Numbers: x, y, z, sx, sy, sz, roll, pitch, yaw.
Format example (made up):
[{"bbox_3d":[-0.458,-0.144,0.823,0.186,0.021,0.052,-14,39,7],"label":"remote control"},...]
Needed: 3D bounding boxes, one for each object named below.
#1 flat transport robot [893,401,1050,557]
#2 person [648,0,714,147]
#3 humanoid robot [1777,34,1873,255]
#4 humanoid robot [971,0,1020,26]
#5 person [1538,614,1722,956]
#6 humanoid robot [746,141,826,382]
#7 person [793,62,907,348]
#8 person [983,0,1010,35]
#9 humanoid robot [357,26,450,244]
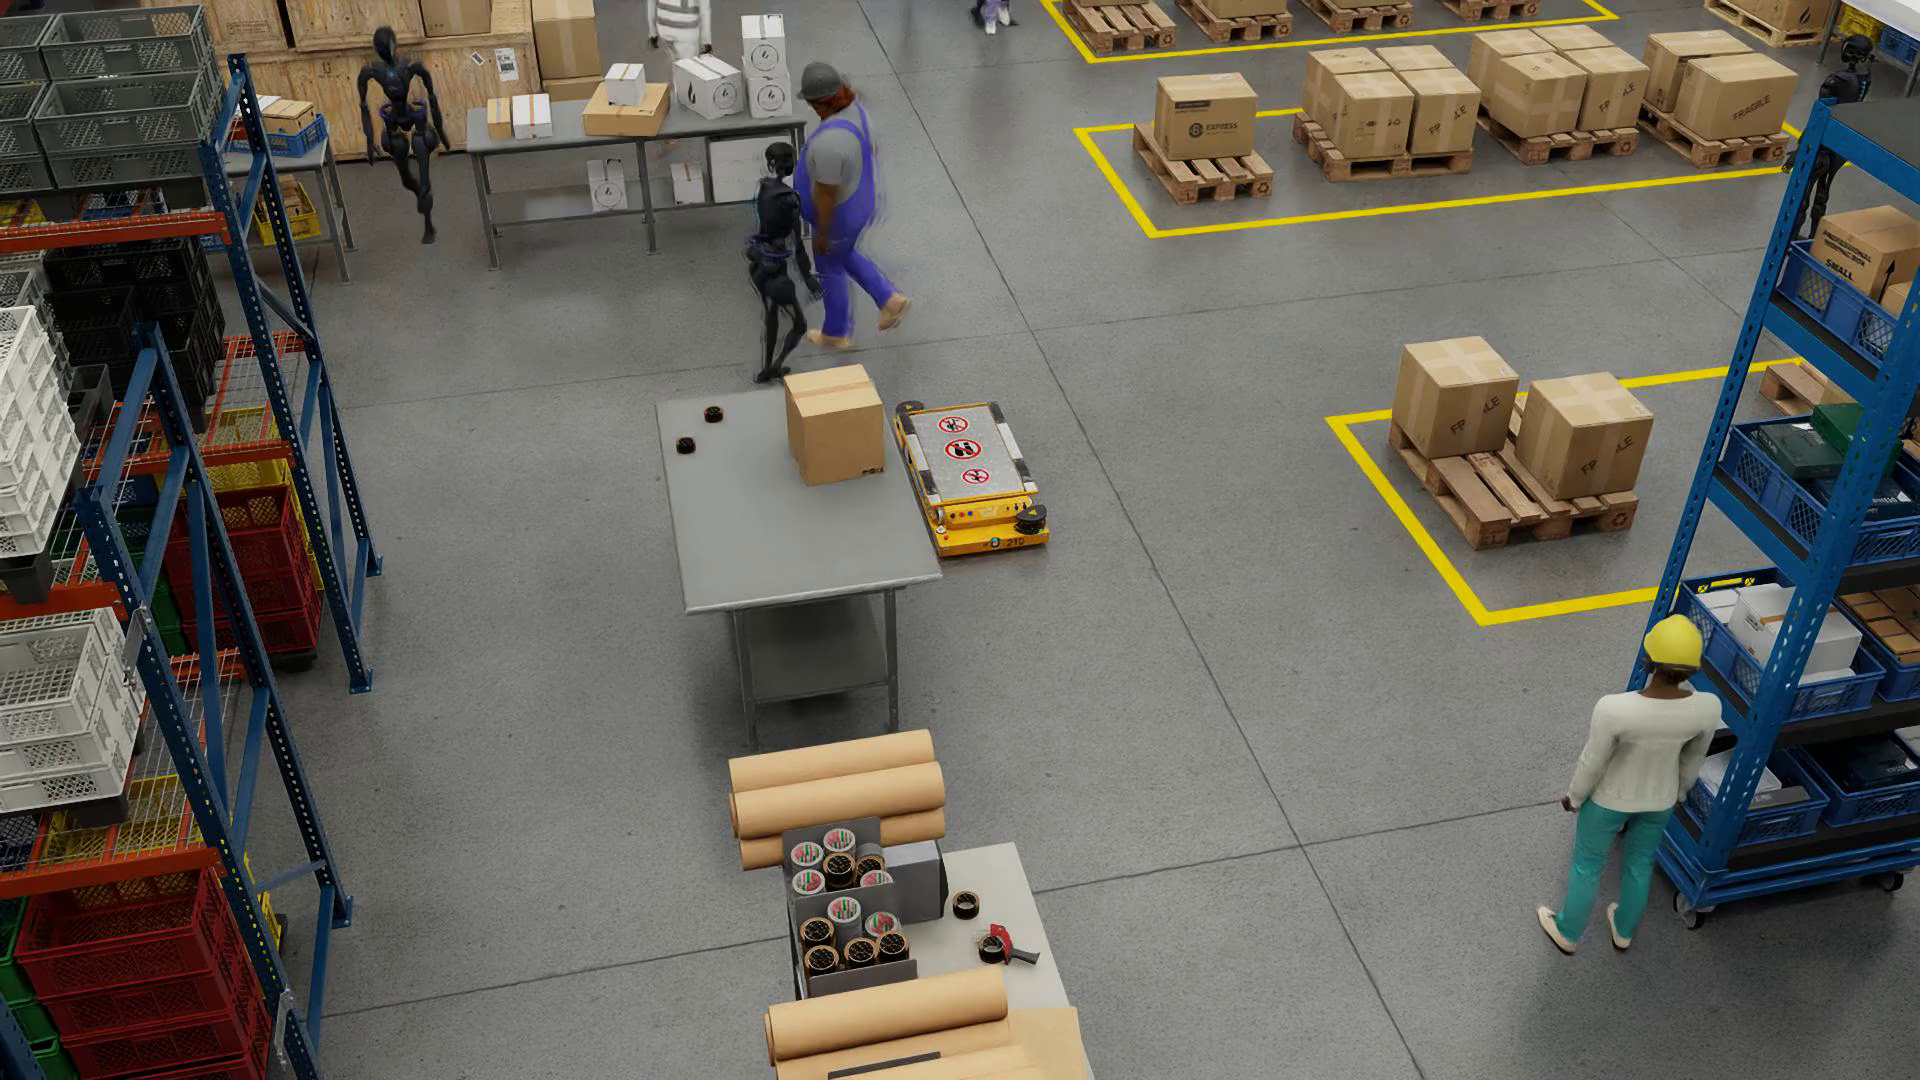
[{"bbox_3d":[0.046,-0.430,10.108,0.652,0.197,1.431,-8,37,-10],"label":"flat transport robot"},{"bbox_3d":[-2.390,-4.222,13.910,0.592,1.854,0.798,18,40,23],"label":"person"},{"bbox_3d":[6.385,-2.912,12.276,0.608,1.657,0.314,-19,41,-24],"label":"humanoid robot"},{"bbox_3d":[0.392,-5.792,16.172,0.623,1.633,0.429,-21,42,-26],"label":"humanoid robot"},{"bbox_3d":[2.774,1.034,6.908,0.532,1.766,0.324,-2,37,-3],"label":"person"},{"bbox_3d":[-1.174,-1.774,10.766,0.456,1.635,0.592,-19,41,-24],"label":"humanoid robot"},{"bbox_3d":[-0.778,-2.220,11.054,0.667,2.000,0.709,9,38,12],"label":"person"},{"bbox_3d":[0.340,-5.839,16.025,0.603,1.907,0.437,-2,37,-3],"label":"person"},{"bbox_3d":[-4.208,-3.140,12.619,0.584,1.631,0.703,-5,37,-6],"label":"humanoid robot"}]
